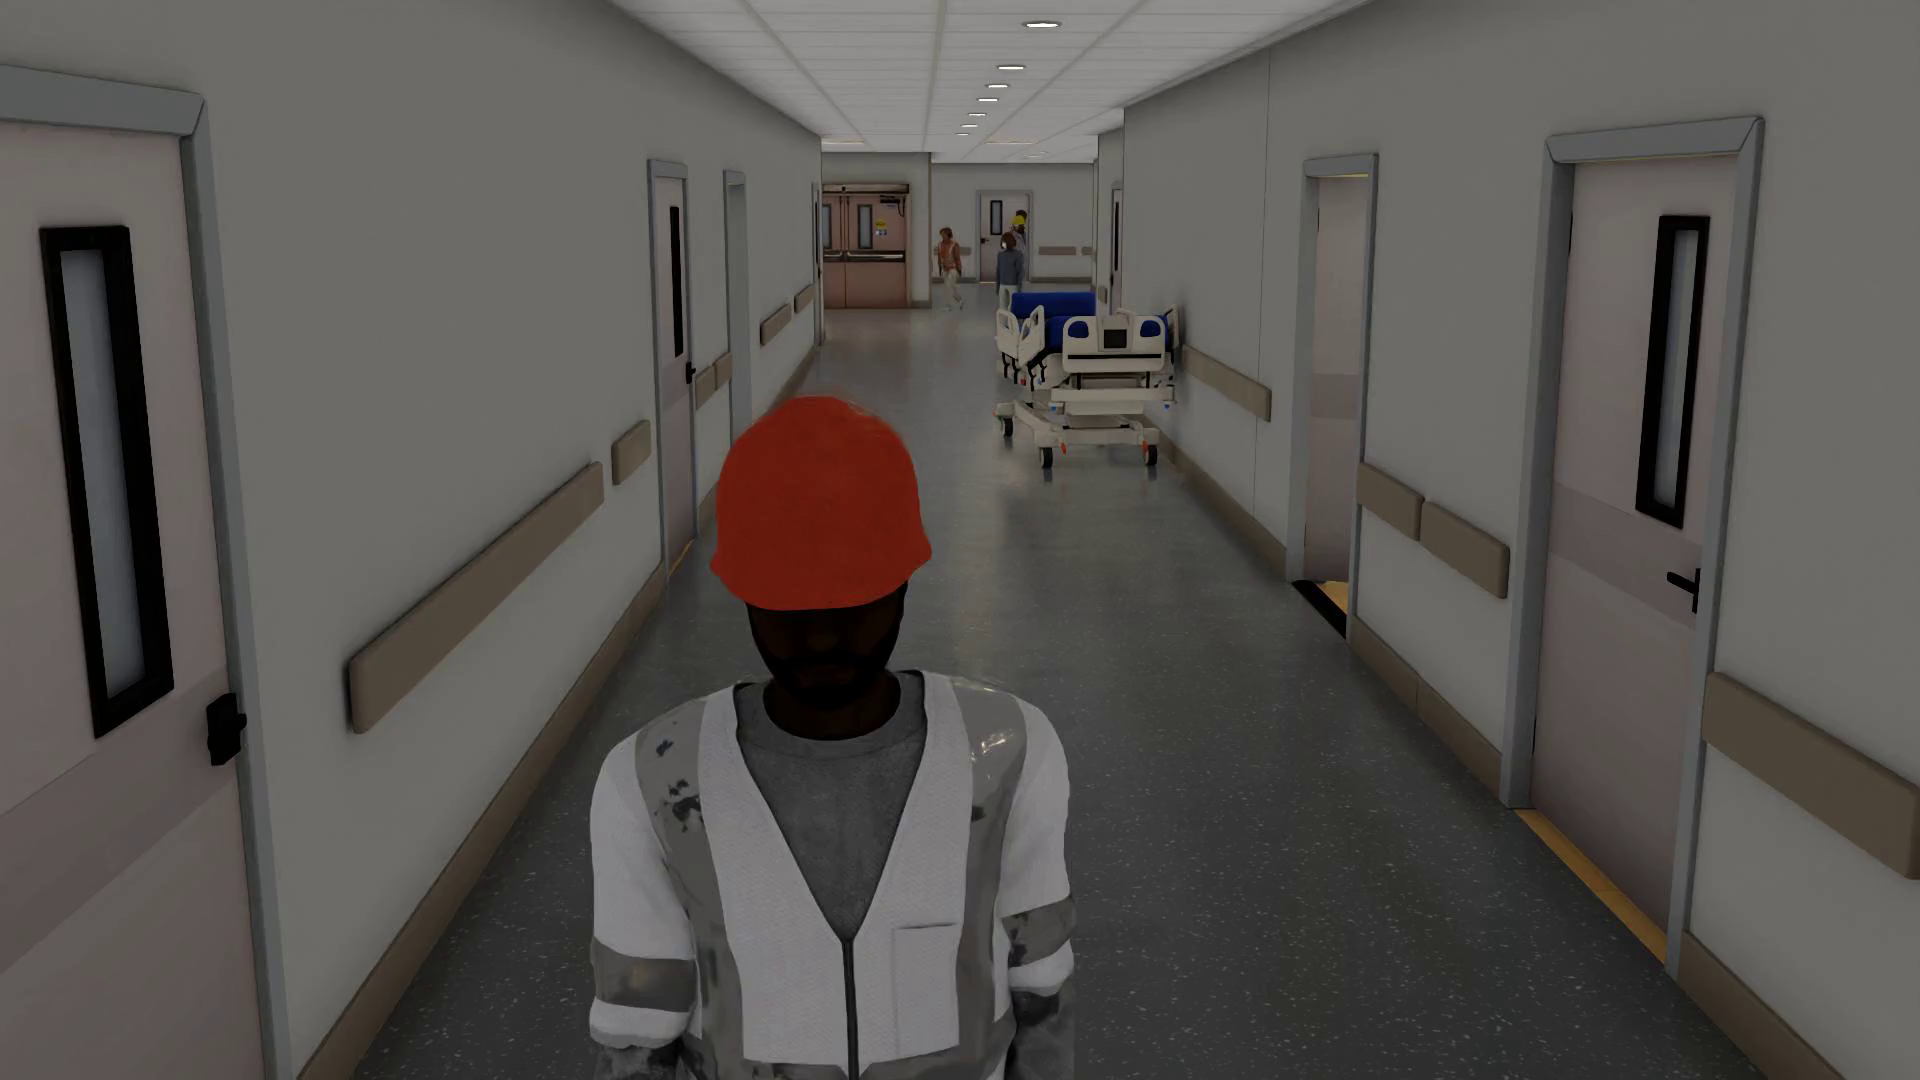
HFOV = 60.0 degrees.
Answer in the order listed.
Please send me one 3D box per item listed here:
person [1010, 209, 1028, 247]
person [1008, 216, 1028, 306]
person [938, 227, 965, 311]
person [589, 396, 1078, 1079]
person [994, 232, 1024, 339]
[{"bbox_3d":[1.153,-5.523,32.695,0.386,1.927,0.641,1,12,3],"label":"person"},{"bbox_3d":[1.189,-5.159,31.186,0.732,1.809,0.621,2,12,10],"label":"person"},{"bbox_3d":[-0.133,-5.197,31.894,0.535,1.606,0.724,11,16,42],"label":"person"},{"bbox_3d":[-0.136,0.790,1.928,0.576,1.922,0.412,-1,12,-6],"label":"person"},{"bbox_3d":[0.752,-3.873,25.398,0.507,1.641,0.322,10,15,40],"label":"person"}]
